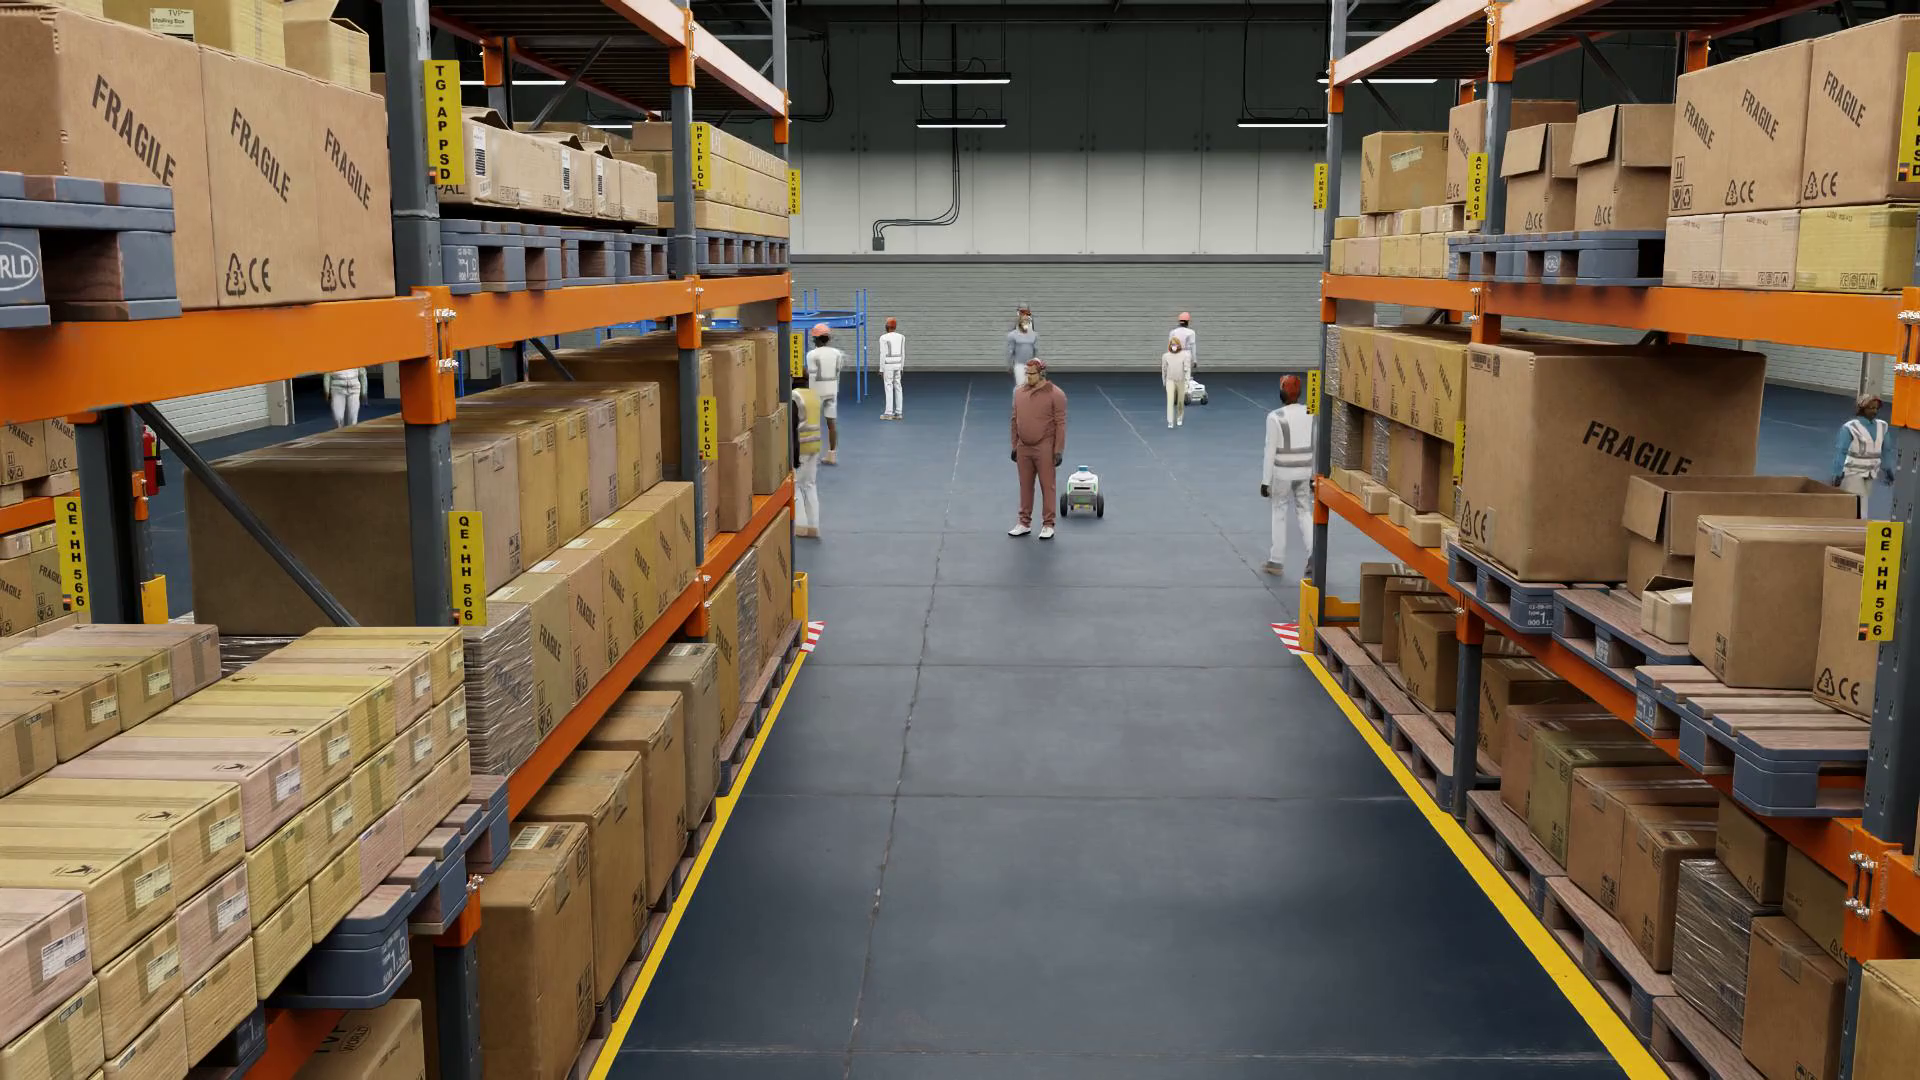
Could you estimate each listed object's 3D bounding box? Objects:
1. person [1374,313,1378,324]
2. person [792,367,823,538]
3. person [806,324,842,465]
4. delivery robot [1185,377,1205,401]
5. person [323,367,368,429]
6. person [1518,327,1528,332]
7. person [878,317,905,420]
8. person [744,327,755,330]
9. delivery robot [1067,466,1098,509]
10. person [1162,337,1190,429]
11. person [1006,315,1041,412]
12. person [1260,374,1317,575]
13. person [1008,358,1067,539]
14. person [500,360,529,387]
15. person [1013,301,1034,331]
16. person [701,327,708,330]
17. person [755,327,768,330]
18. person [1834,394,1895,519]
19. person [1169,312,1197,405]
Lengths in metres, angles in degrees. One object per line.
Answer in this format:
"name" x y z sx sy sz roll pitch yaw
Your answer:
"person" 10.644 -5.304 43.520 0.647 1.908 0.409 7 12 36
"person" -1.676 -0.936 17.671 0.457 1.804 0.654 5 11 30
"person" -2.028 -2.113 24.078 0.619 2.016 0.785 -7 12 -35
"delivery robot" 4.748 -3.111 34.267 0.477 0.478 0.707 -3 10 -20
"person" -9.257 -2.242 25.085 0.641 1.933 0.427 -6 11 -31
"person" 10.632 -3.200 31.606 0.538 1.681 0.650 5 11 27
"person" -1.273 -3.184 30.889 0.576 1.884 0.354 -9 13 -43
"person" -3.821 -3.065 30.295 0.567 1.840 0.375 0 9 1
"delivery robot" 1.430 -0.621 19.341 0.477 0.478 0.707 1 9 6
"person" 3.822 -2.798 29.422 0.502 1.601 0.763 1 10 8
"person" 1.210 -3.278 31.332 0.631 1.919 0.432 -4 10 -23
"person" 3.081 -0.605 15.472 0.598 1.879 0.507 -4 10 -22
"person" 0.802 -0.969 17.578 0.642 1.901 0.401 6 11 34
"person" -5.130 -1.241 19.351 0.979 1.857 0.662 -8 13 -41
"person" 1.369 -4.263 37.009 0.537 2.000 0.682 2 10 10
"person" -4.181 -2.577 27.128 0.594 1.922 0.387 5 11 29
"person" -3.397 -2.740 28.414 0.988 1.825 0.538 5 11 26
"person" 8.917 -0.613 16.317 0.513 1.607 0.740 -3 10 -18
"person" 4.553 -3.743 34.202 0.547 1.904 0.940 7 12 35
